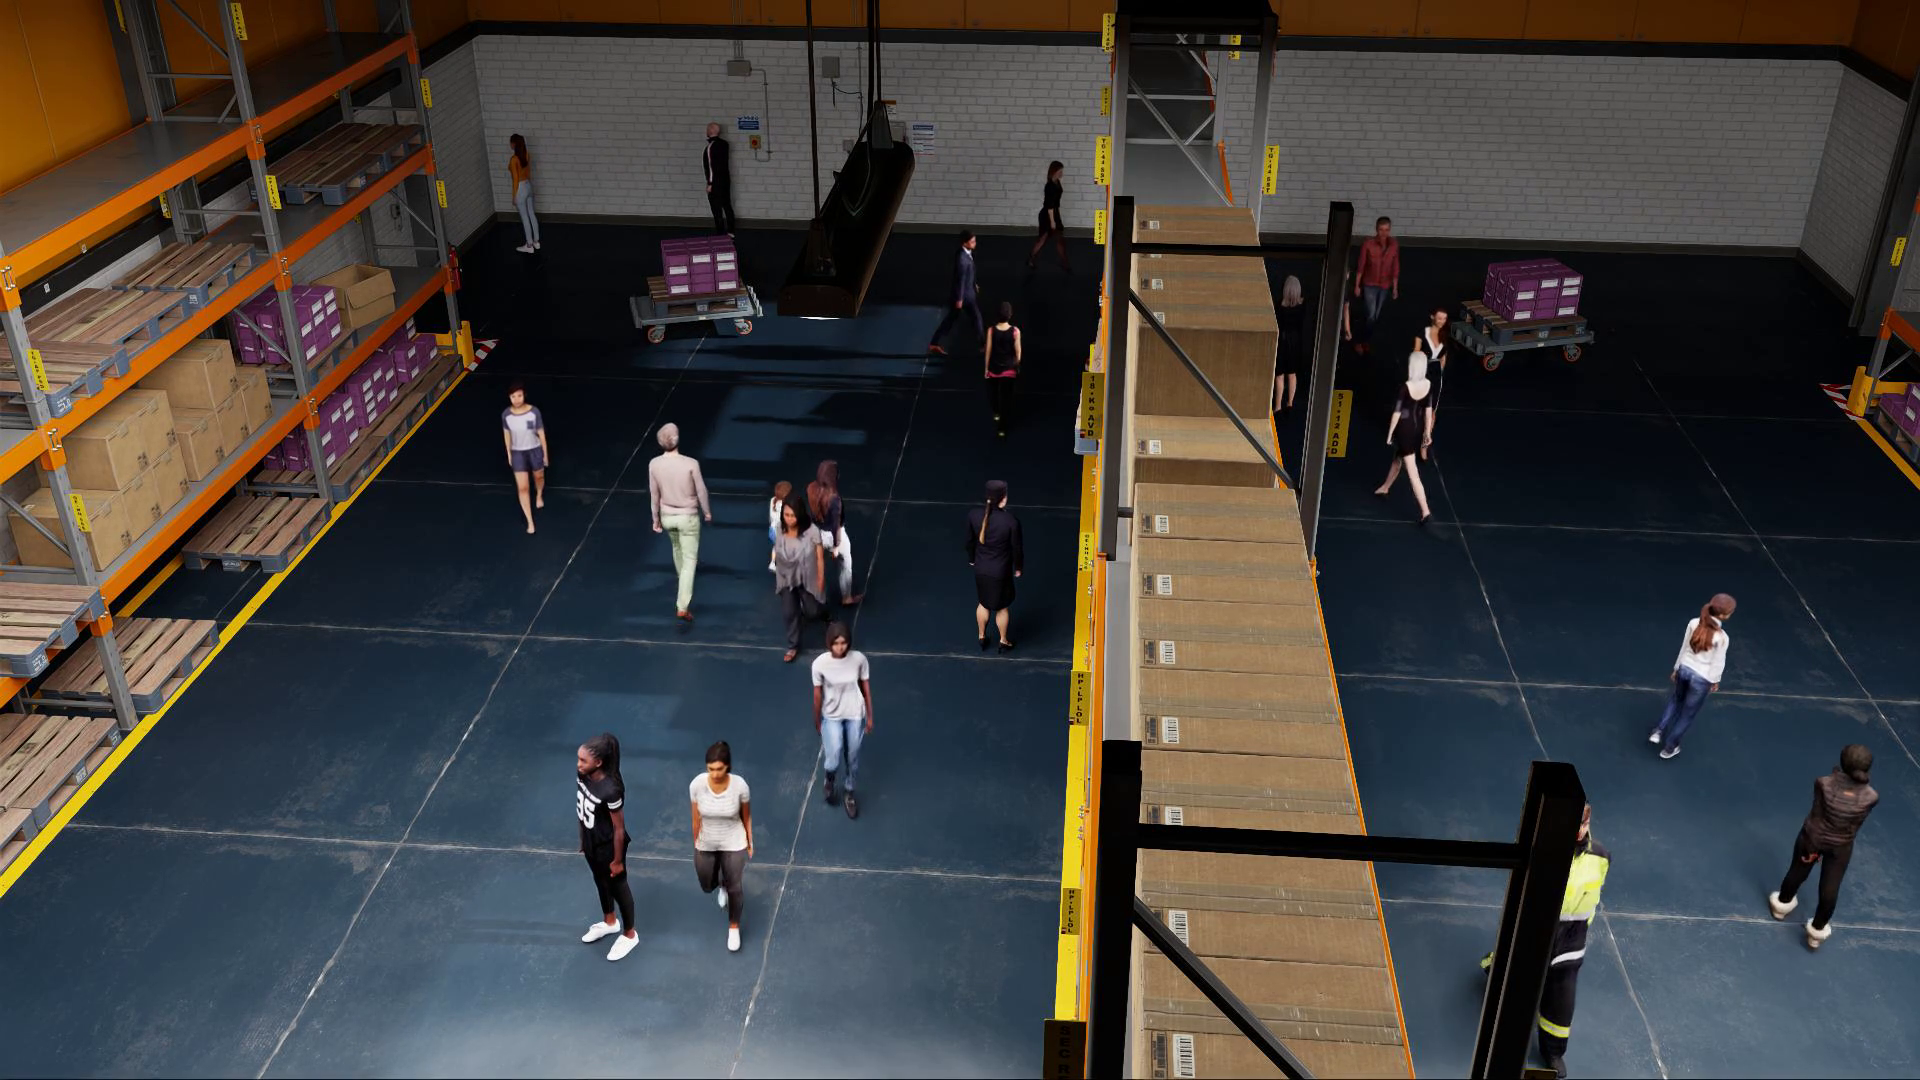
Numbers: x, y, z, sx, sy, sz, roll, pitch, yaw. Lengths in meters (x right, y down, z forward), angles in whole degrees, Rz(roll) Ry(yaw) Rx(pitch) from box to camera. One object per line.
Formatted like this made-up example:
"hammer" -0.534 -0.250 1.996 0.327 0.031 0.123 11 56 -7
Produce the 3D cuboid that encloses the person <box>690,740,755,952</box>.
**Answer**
"person" -1.637 2.043 11.488 0.576 1.627 0.782 1 29 2

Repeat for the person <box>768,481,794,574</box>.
"person" -1.751 -0.098 16.063 0.519 1.005 0.596 11 30 19

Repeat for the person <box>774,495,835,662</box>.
"person" -1.380 0.281 14.758 0.771 1.588 0.952 11 31 19

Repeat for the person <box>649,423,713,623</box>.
"person" -2.574 -0.139 15.251 0.728 1.855 1.257 5 29 9

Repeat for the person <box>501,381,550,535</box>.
"person" -4.422 -0.916 17.021 0.774 1.524 1.078 -6 29 -11

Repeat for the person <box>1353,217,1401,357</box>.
"person" 5.203 -3.231 20.968 0.776 1.809 0.797 -6 29 -11

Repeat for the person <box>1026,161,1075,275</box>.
"person" 1.186 -4.534 23.522 0.880 1.650 0.974 7 29 13

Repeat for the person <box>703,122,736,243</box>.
"person" -3.576 -5.290 24.714 0.806 1.837 0.640 12 31 21

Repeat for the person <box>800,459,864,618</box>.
"person" -1.254 0.018 15.244 0.941 1.586 1.080 22 36 35

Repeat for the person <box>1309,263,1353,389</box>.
"person" 4.307 -2.478 19.646 0.824 1.752 0.731 19 34 31

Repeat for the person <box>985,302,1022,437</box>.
"person" 0.466 -1.923 18.864 0.575 1.526 0.869 4 29 7

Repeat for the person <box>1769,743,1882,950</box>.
"person" 5.991 2.019 11.512 0.723 1.647 0.890 9 30 15

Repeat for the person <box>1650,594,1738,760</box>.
"person" 5.827 1.123 13.268 0.743 1.538 0.664 -20 34 -32

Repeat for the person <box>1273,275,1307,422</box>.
"person" 3.757 -2.223 19.185 0.696 1.747 0.716 -12 31 -21

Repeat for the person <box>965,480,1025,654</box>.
"person" 0.298 0.250 14.734 0.769 1.666 0.740 12 31 20

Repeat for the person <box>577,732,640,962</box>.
"person" -2.423 2.072 11.329 0.713 1.729 0.757 24 37 37

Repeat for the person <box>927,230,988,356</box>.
"person" -0.059 -3.057 20.796 0.853 1.668 1.153 -2 29 -4

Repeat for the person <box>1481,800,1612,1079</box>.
"person" 3.700 2.368 10.564 0.884 1.941 1.255 -1 29 -2

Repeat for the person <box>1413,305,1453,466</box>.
"person" 5.075 -1.755 18.298 0.750 1.774 1.070 -4 29 -8

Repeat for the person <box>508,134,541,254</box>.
"person" -6.428 -5.113 24.480 0.718 1.750 0.575 10 30 18

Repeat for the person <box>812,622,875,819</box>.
"person" -0.904 1.321 12.723 0.710 1.713 0.781 -7 29 -13

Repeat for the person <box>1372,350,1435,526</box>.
"person" 4.628 -0.999 16.907 1.030 1.779 1.271 -14 31 -24
